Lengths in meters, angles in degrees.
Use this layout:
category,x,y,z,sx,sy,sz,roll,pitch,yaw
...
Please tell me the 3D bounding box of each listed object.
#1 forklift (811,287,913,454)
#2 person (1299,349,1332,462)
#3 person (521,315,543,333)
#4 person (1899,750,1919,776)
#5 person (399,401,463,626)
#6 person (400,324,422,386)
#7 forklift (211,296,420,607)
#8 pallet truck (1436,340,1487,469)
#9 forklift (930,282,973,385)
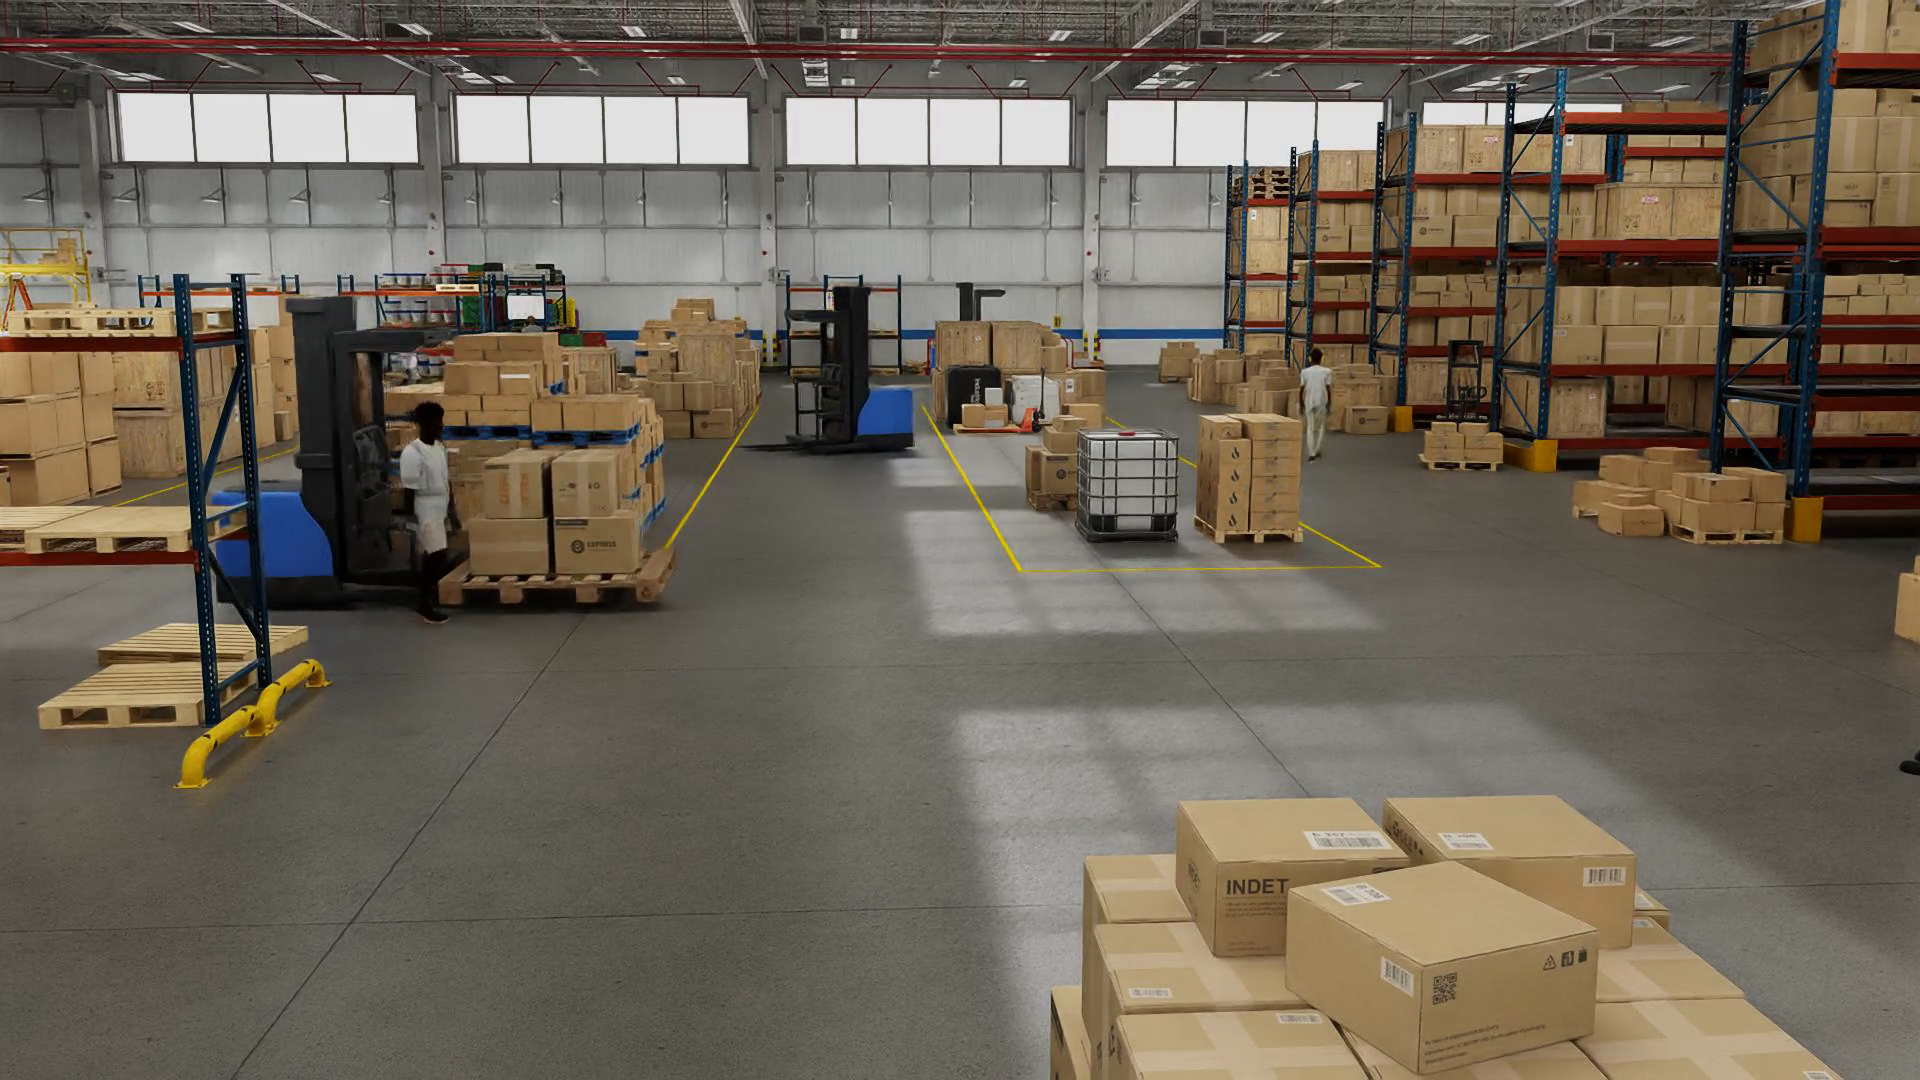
category,x,y,z,sx,sy,sz,roll,pitch,yaw
forklift,-1.844,-2.945,28.524,1.873,2.768,1.129,-4,10,-25
person,5.798,-2.198,27.156,0.520,1.817,0.964,1,9,8
person,-11.645,-5.147,45.297,0.631,1.940,0.372,-8,12,-41
person,5.940,0.472,10.017,0.547,1.938,0.377,-8,12,-40
person,-4.537,-0.226,14.344,0.495,1.945,0.629,1,9,5
person,-12.603,-4.016,38.333,0.995,1.887,0.554,-4,10,-23
forklift,-5.822,-0.844,15.332,1.873,2.768,1.129,-1,9,-4
pallet truck,8.004,-2.170,26.422,0.823,1.965,1.885,2,9,14
forklift,0.145,-5.571,45.009,1.873,2.768,1.129,-1,9,-4
